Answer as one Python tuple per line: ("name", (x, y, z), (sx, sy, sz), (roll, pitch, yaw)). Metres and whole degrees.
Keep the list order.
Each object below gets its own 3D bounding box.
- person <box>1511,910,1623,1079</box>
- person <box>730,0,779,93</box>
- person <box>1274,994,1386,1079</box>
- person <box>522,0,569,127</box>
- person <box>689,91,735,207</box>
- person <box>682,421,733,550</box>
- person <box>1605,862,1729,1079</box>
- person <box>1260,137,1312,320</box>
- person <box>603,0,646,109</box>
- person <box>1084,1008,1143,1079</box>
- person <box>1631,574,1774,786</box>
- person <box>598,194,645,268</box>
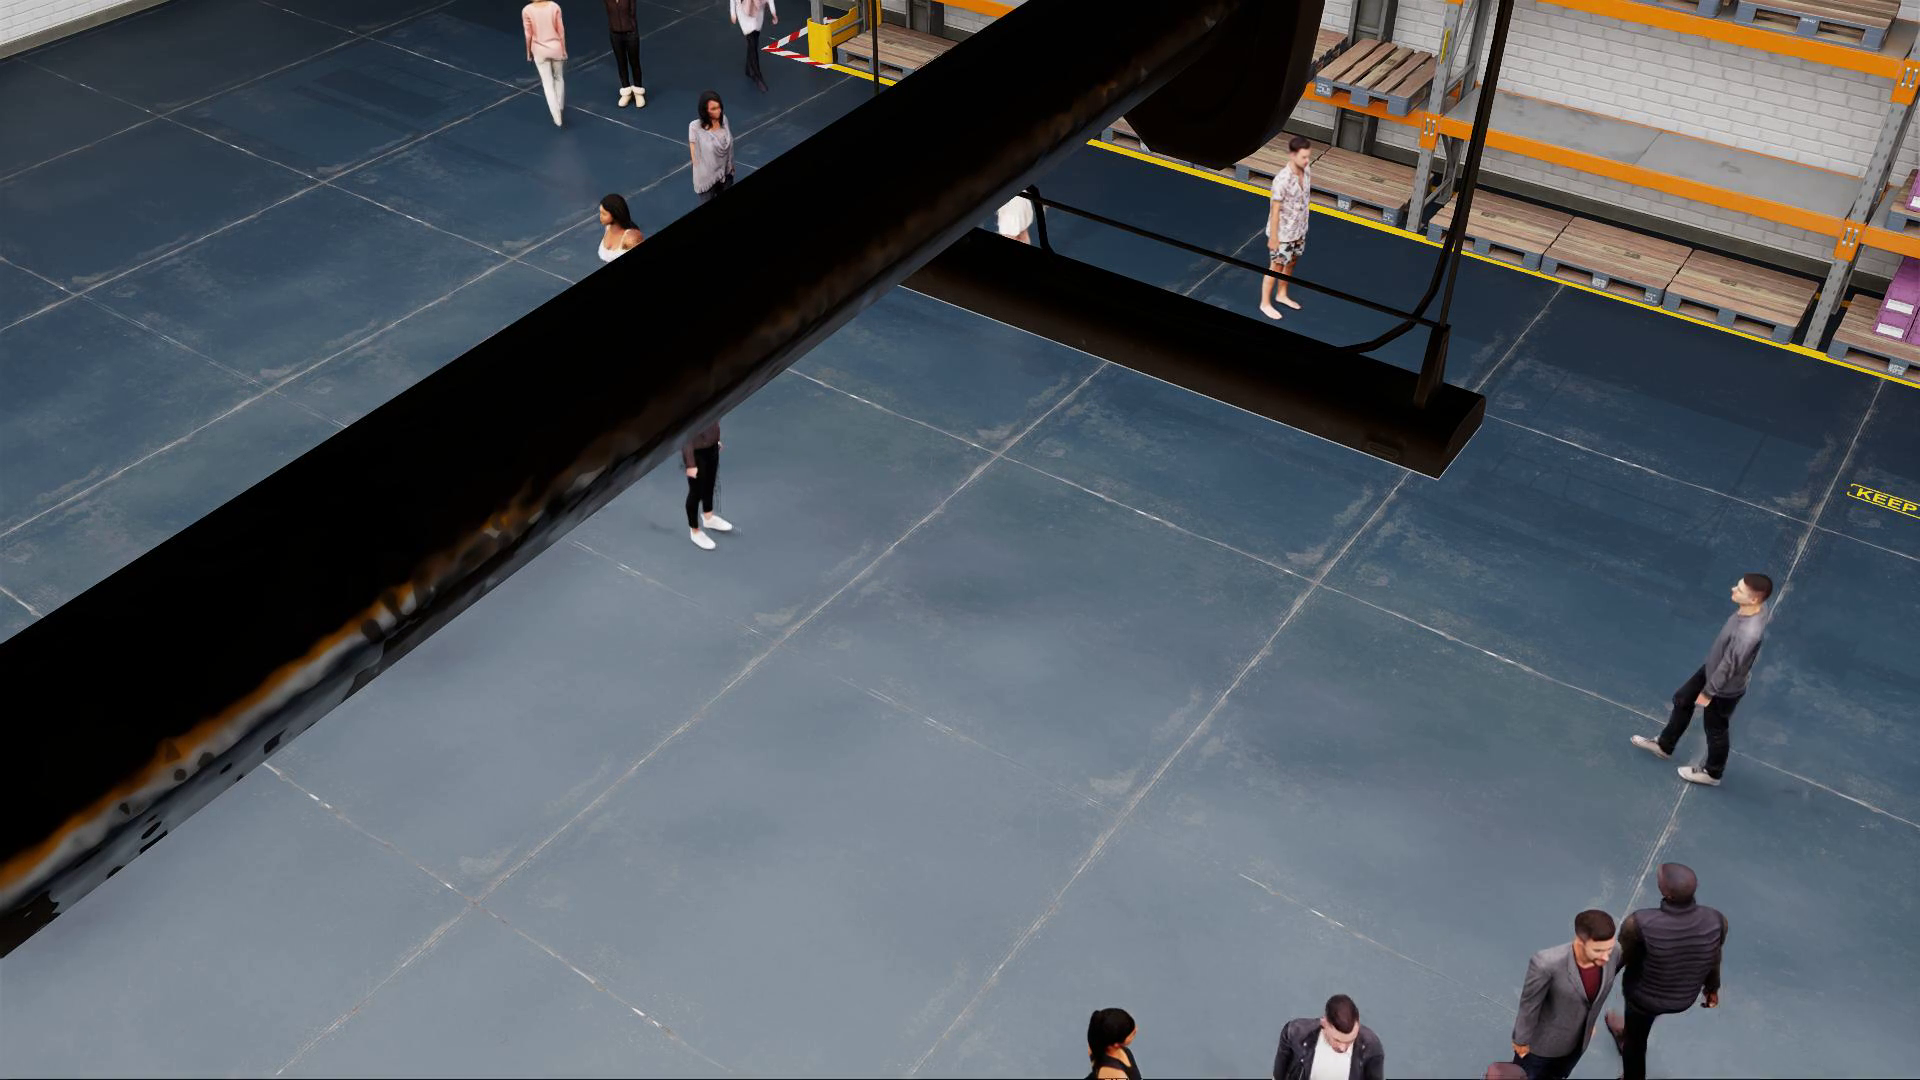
("person", (3.126, 2.565, 8.720), (0.782, 1.874, 0.802), (-13, 40, -16))
("person", (-2.547, -6.356, 19.969), (0.894, 1.775, 1.089), (-22, 44, -25))
("person", (1.831, 2.790, 8.507), (1.201, 1.788, 1.128), (1, 39, 1))
("person", (-4.724, -5.573, 19.050), (0.944, 1.698, 1.073), (-13, 40, -15))
("person", (-2.506, -3.796, 16.895), (0.695, 1.612, 0.723), (-28, 46, -31))
("person", (-2.029, -0.717, 12.966), (0.562, 1.703, 0.643), (16, 41, 19))
("person", (3.740, 2.474, 8.892), (1.046, 1.800, 1.093), (1, 39, 1))
("person", (3.082, -2.977, 15.709), (0.627, 1.811, 0.708), (32, 48, 33))
("person", (-3.956, -5.968, 19.576), (0.705, 1.659, 0.765), (-11, 40, -13))
("person", (0.731, 2.908, 8.460), (0.717, 1.662, 0.634), (-10, 40, -13))
("person", (5.073, 0.938, 10.861), (0.898, 1.743, 0.726), (15, 41, 18))
("person", (-2.868, -2.286, 14.866), (0.913, 1.784, 0.997), (-26, 45, -28))
